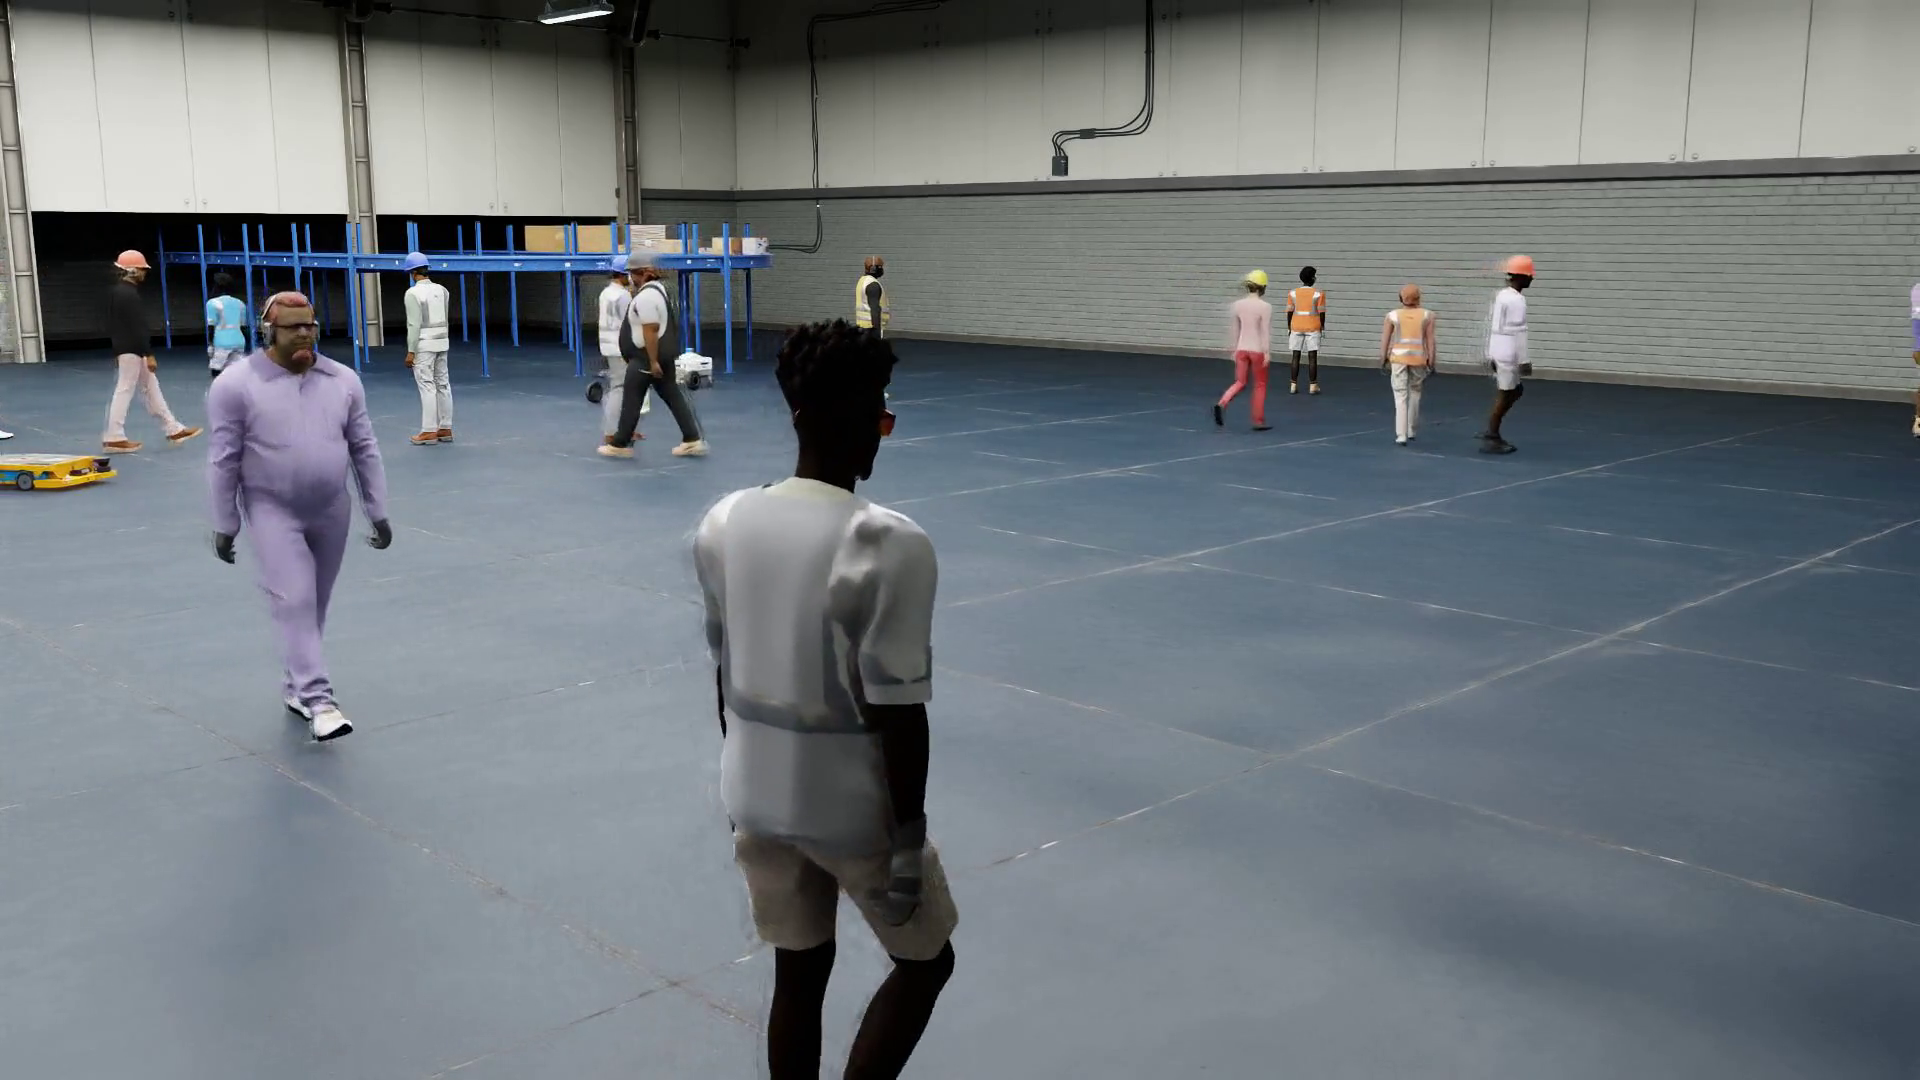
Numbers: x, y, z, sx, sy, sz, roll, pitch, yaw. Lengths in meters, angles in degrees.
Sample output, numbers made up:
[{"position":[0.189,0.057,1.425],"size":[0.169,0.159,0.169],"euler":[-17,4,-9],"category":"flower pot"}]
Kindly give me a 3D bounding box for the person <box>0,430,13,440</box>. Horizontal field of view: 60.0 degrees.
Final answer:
[{"position":[-10.238,-2.000,17.286],"size":[0.642,1.913,0.409],"euler":[5,12,25],"category":"person"}]

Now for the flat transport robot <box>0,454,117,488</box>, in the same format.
[{"position":[-8.092,-0.601,14.251],"size":[1.431,0.197,0.652],"euler":[2,10,8],"category":"flat transport robot"}]

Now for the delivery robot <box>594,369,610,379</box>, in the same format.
[{"position":[-4.367,-2.201,21.238],"size":[0.335,0.223,0.698],"euler":[6,12,31],"category":"delivery robot"}]

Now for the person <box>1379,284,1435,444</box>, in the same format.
[{"position":[4.567,-1.804,17.042],"size":[0.538,1.601,0.781],"euler":[1,10,6],"category":"person"}]

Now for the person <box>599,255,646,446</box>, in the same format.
[{"position":[-3.343,-1.898,16.739],"size":[0.640,1.912,0.599],"euler":[-5,12,-26],"category":"person"}]

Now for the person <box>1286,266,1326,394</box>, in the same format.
[{"position":[4.646,-2.821,22.336],"size":[0.540,1.698,0.317],"euler":[5,11,25],"category":"person"}]

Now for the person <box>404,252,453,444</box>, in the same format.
[{"position":[-5.443,-1.956,16.974],"size":[0.406,1.937,0.602],"euler":[4,11,20],"category":"person"}]

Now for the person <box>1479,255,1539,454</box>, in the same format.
[{"position":[5.346,-1.800,16.180],"size":[0.454,1.922,0.555],"euler":[1,10,5],"category":"person"}]

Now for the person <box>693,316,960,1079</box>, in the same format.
[{"position":[-0.268,0.522,3.431],"size":[0.613,1.954,0.417],"euler":[7,12,33],"category":"person"}]

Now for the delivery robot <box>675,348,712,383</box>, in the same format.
[{"position":[-3.766,-2.428,23.183],"size":[0.477,0.478,0.707],"euler":[5,12,25],"category":"delivery robot"}]

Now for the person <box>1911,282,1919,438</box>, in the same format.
[{"position":[10.260,-2.073,17.502],"size":[0.718,1.991,0.492],"euler":[-3,11,-17],"category":"person"}]

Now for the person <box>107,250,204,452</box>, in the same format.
[{"position":[-8.002,-1.862,16.395],"size":[0.978,1.952,0.657],"euler":[-7,12,-33],"category":"person"}]

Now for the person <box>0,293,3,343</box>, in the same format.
[{"position":[-11.000,-2.200,18.611],"size":[0.608,1.835,0.633],"euler":[5,11,24],"category":"person"}]

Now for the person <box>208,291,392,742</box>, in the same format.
[{"position":[-2.710,-0.094,6.995],"size":[0.933,1.864,0.679],"euler":[10,14,43],"category":"person"}]

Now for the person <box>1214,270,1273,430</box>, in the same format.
[{"position":[3.118,-2.049,18.022],"size":[0.685,1.745,0.529],"euler":[-8,13,-38],"category":"person"}]

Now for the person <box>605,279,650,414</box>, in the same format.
[{"position":[-3.948,-2.269,19.569],"size":[0.626,1.594,0.682],"euler":[9,14,40],"category":"person"}]

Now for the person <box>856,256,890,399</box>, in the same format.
[{"position":[-1.127,-2.756,21.598],"size":[0.429,1.842,0.629],"euler":[-3,11,-16],"category":"person"}]

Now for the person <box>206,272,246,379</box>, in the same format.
[{"position":[-8.449,-2.258,19.297],"size":[0.503,1.683,0.541],"euler":[4,11,21],"category":"person"}]

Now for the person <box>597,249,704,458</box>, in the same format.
[{"position":[-2.943,-1.796,15.937],"size":[0.996,2.000,0.677],"euler":[2,11,9],"category":"person"}]
